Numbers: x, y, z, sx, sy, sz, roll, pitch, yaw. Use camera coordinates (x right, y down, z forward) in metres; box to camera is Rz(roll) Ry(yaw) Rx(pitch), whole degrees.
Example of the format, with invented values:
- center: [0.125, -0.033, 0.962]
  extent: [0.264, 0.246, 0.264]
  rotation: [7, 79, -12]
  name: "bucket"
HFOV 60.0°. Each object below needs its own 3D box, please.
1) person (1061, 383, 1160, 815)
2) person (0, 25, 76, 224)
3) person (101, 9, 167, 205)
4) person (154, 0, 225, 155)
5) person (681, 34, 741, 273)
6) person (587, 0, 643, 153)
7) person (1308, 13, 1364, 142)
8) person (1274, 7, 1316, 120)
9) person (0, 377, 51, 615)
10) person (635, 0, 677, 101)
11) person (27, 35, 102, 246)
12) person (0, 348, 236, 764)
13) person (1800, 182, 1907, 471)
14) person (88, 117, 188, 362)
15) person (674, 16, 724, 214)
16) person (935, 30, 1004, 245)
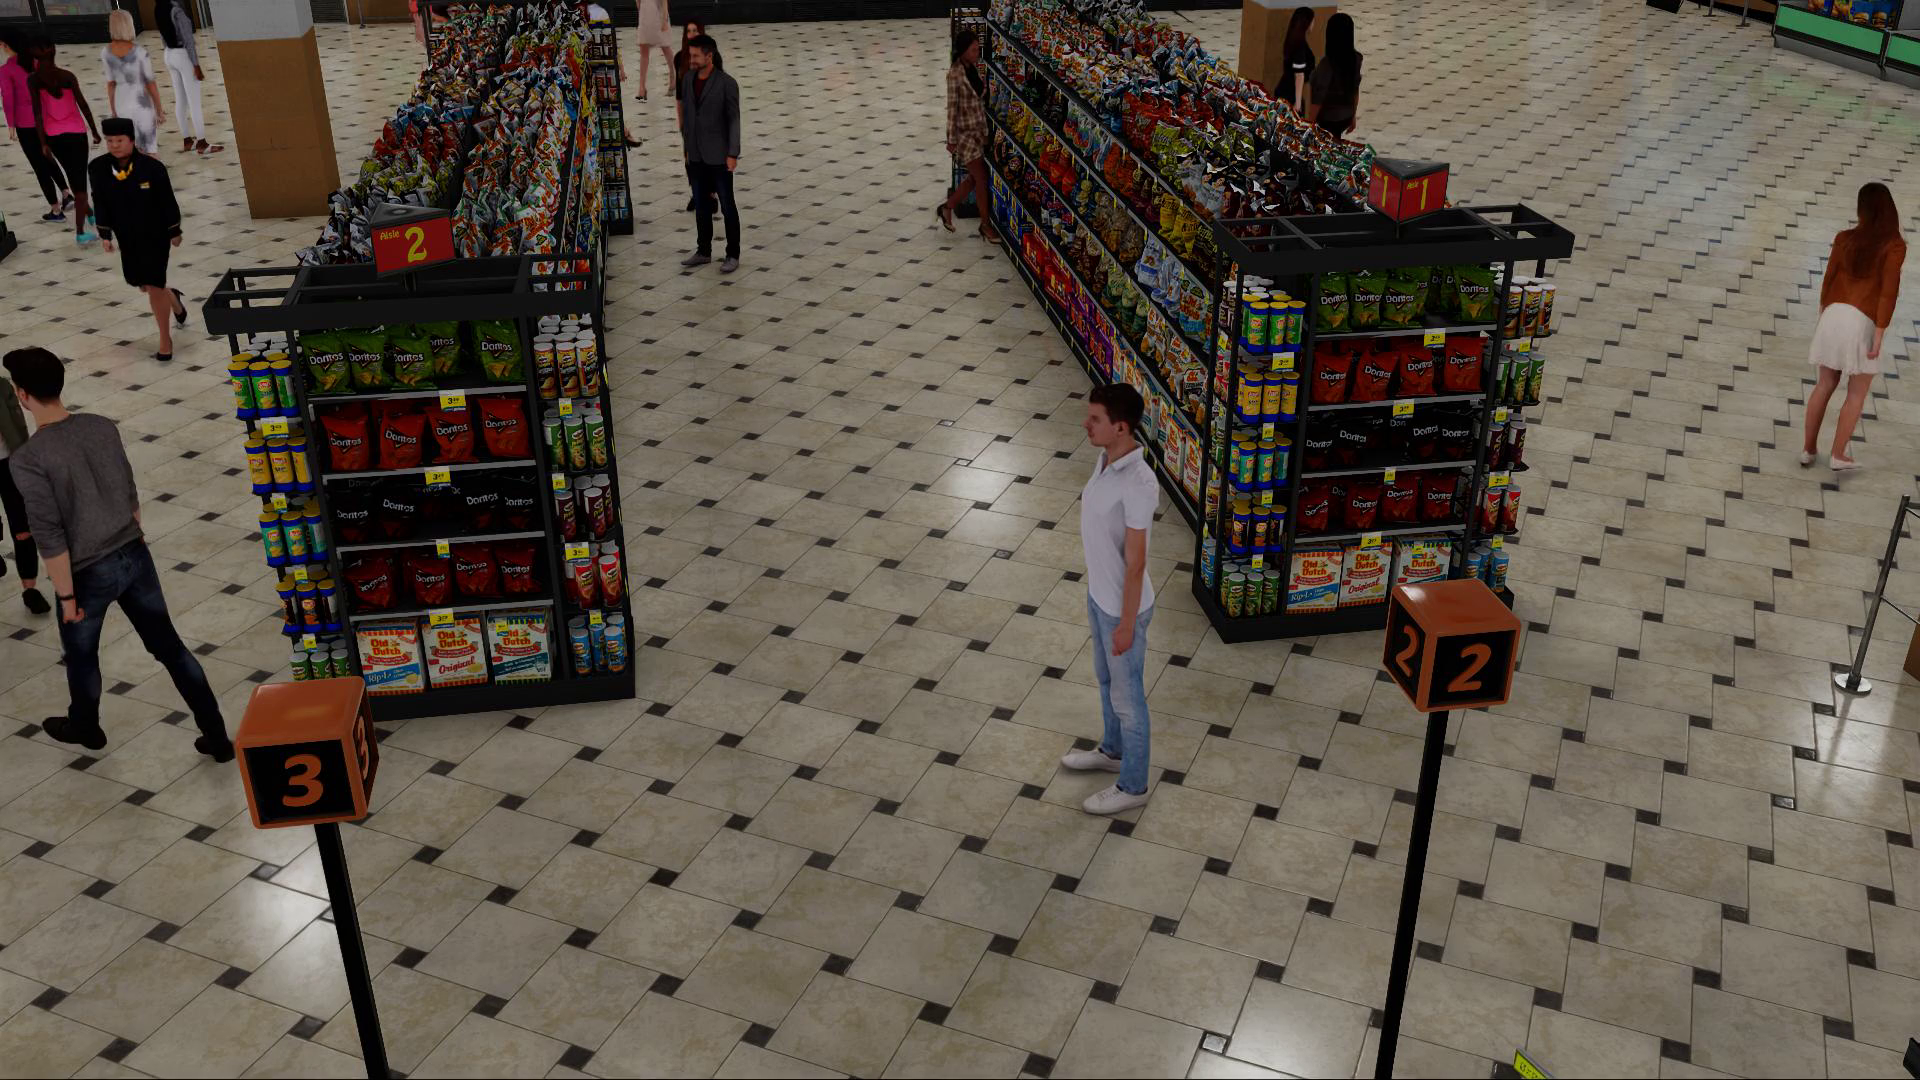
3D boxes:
- center: [0.652, 0.236, 6.734]
  extent: [0.700, 1.851, 0.452]
  rotation: [-5, 27, -10]
  name: "person"
- center: [-7.986, -3.598, 14.465]
  extent: [0.778, 1.695, 0.699]
  rotation: [10, 29, 19]
  name: "person"
- center: [-7.378, -3.814, 14.843]
  extent: [0.609, 1.737, 0.600]
  rotation: [-2, 27, -4]
  name: "person"
- center: [-7.854, -4.792, 16.789]
  extent: [0.665, 1.723, 0.726]
  rotation: [18, 32, 31]
  name: "person"
- center: [-1.990, -3.087, 13.262]
  extent: [0.785, 1.872, 0.814]
  rotation: [13, 30, 24]
  name: "person"
- center: [-3.594, -4.514, 16.205]
  extent: [1.158, 1.756, 1.219]
  rotation: [18, 32, 31]
  name: "person"
- center: [3.231, -3.493, 14.141]
  extent: [1.037, 1.801, 1.215]
  rotation: [-22, 34, -37]
  name: "person"
- center: [3.054, -4.181, 15.708]
  extent: [0.712, 1.610, 0.758]
  rotation: [-1, 27, -2]
  name: "person"
- center: [-4.845, -0.343, 8.304]
  extent: [0.806, 1.463, 0.916]
  rotation: [-20, 33, -35]
  name: "person"
- center: [-3.452, -5.919, 19.058]
  extent: [0.937, 1.681, 1.249]
  rotation: [6, 28, 12]
  name: "person"
- center: [-7.484, -3.311, 13.919]
  extent: [0.616, 1.677, 1.083]
  rotation: [-2, 27, -4]
  name: "person"
- center: [-3.483, 0.141, 6.912]
  extent: [1.203, 1.857, 1.230]
  rotation: [14, 30, 26]
  name: "person"
- center: [5.230, -1.212, 9.788]
  extent: [0.845, 1.670, 0.733]
  rotation: [-10, 29, -19]
  name: "person"
- center: [-5.684, -2.118, 11.604]
  extent: [0.762, 1.643, 1.066]
  rotation: [-1, 27, -3]
  name: "person"
- center: [-2.280, -3.817, 14.887]
  extent: [0.676, 1.704, 0.654]
  rotation: [1, 27, 3]
  name: "person"
- center: [0.013, -3.320, 13.860]
  extent: [0.971, 1.746, 0.935]
  rotation: [15, 31, 27]
  name: "person"
